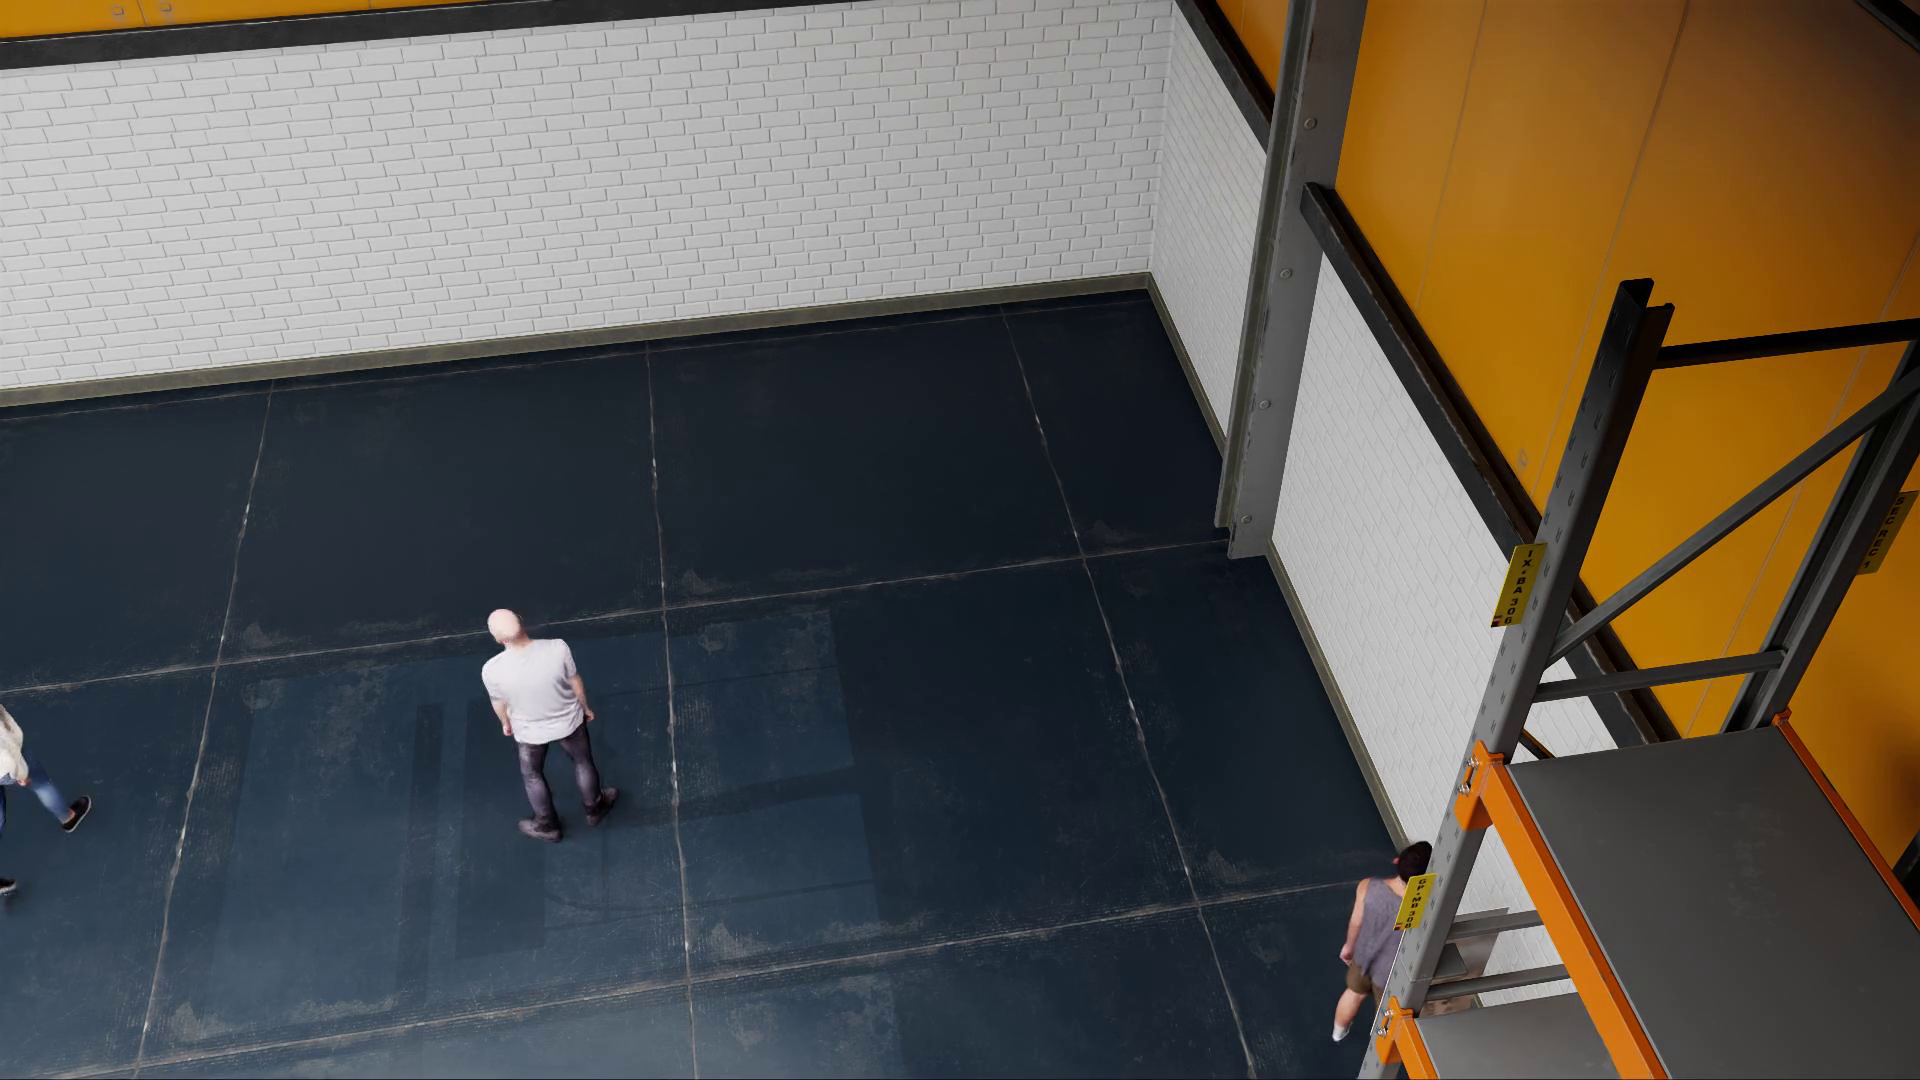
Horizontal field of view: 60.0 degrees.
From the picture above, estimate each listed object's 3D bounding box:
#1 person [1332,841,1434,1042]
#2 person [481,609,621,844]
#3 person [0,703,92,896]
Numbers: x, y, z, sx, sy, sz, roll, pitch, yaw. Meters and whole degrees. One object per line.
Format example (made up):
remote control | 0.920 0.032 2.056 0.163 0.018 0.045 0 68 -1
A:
person | 2.207 2.183 8.621 0.705 1.841 0.805 34 53 30
person | -2.364 1.068 9.672 0.834 1.820 0.641 -5 44 -6
person | -5.560 1.354 9.487 0.843 1.661 1.165 5 44 6
